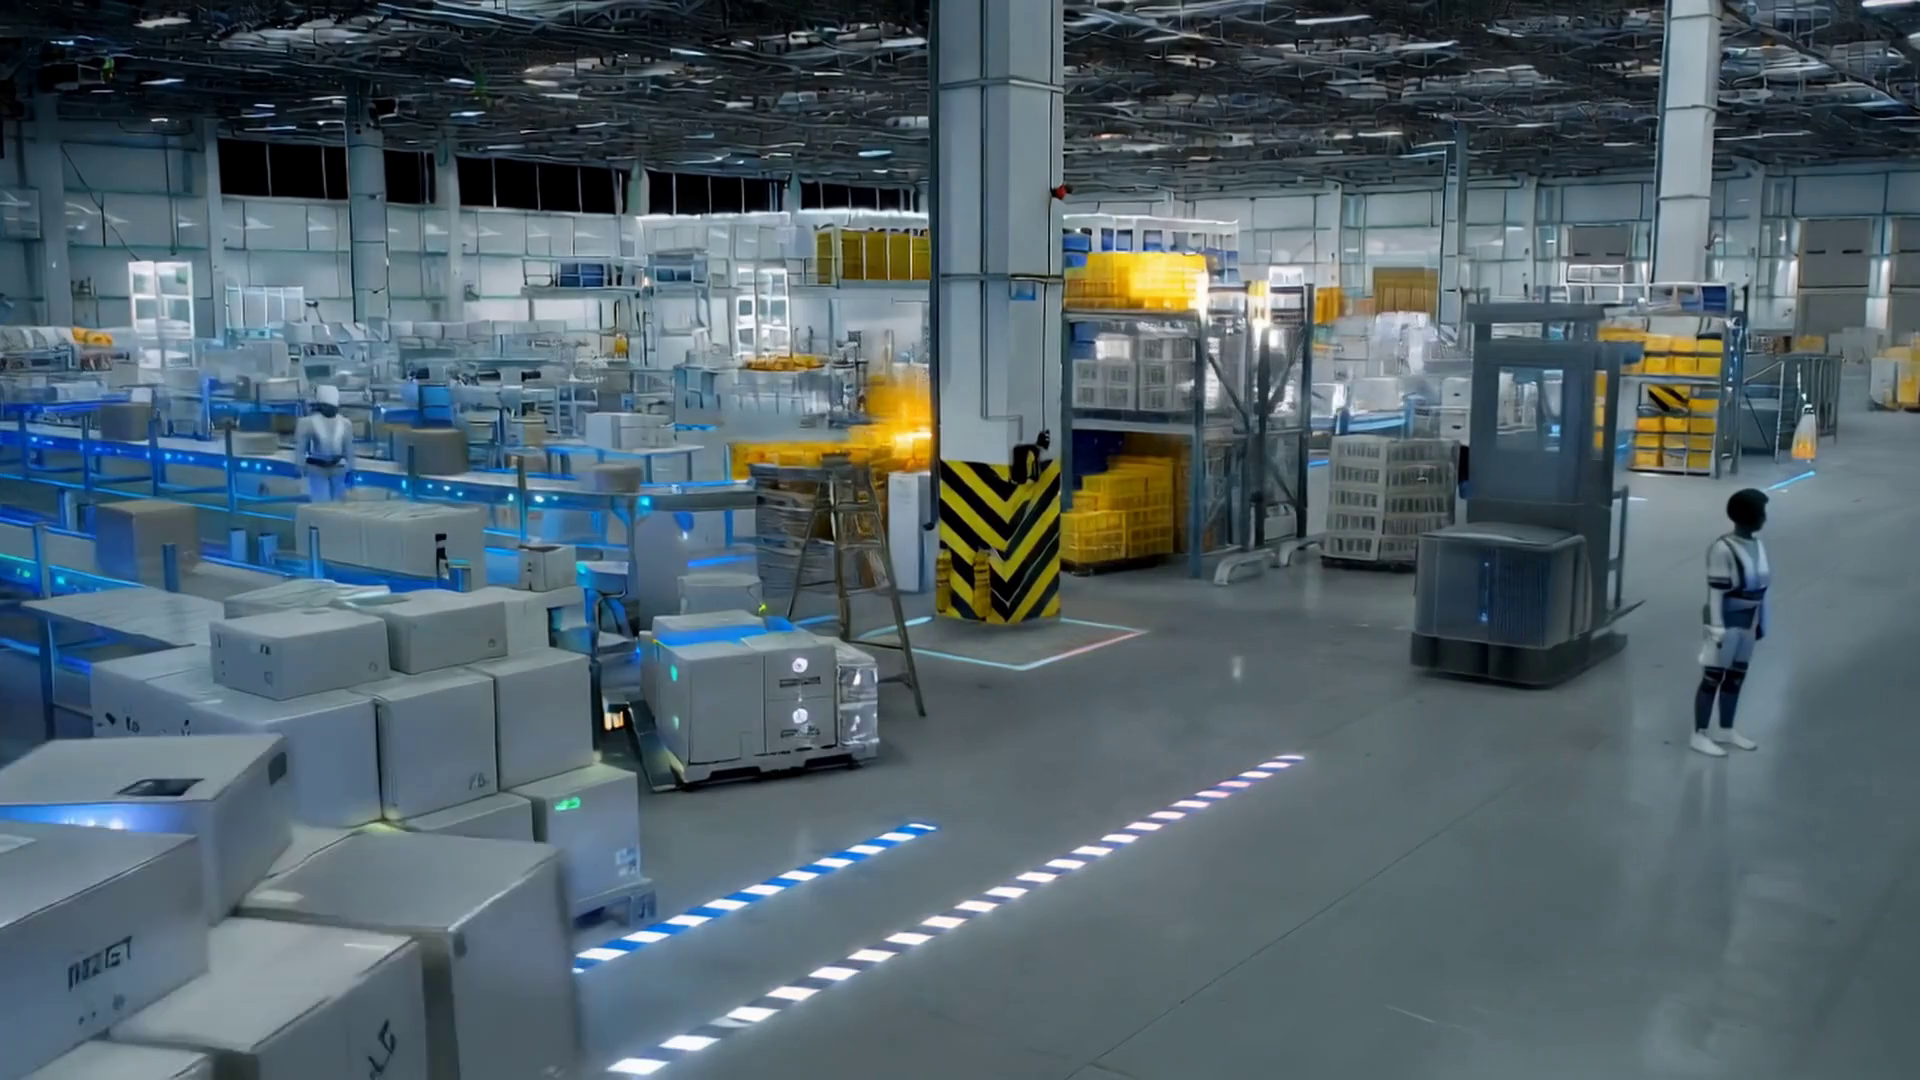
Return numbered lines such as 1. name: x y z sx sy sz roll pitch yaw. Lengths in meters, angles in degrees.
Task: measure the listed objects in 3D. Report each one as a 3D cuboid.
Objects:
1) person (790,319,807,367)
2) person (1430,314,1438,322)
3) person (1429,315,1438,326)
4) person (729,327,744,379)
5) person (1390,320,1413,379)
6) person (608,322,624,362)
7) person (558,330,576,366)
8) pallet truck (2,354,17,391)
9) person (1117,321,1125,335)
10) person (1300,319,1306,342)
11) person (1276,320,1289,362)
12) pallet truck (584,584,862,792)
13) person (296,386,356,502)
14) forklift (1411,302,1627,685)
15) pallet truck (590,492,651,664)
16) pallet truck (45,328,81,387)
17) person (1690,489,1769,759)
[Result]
1. person: -6.325 -7.742 65.410 0.947 1.880 0.605 7 11 39
2. person: 22.452 -9.737 78.746 0.594 1.922 0.378 -5 10 -30
3. person: 21.953 -9.467 77.017 0.553 1.908 0.882 6 11 37
4. person: -7.514 -6.293 56.093 0.519 1.761 0.335 1 8 6
5. person: 15.017 -6.458 56.473 1.056 1.989 0.615 -3 9 -17
6. person: -12.548 -7.033 60.728 0.598 1.866 0.619 -1 8 -7
7. person: -11.133 -5.008 47.122 0.511 1.855 0.448 -2 9 -11
8. pallet truck: -24.881 -4.417 42.634 1.885 1.965 0.823 8 11 41
9. person: 5.617 -6.735 58.495 0.374 1.928 0.543 5 10 31
10. person: 17.341 -10.479 83.707 0.621 1.928 0.444 -6 10 -34
11. person: 11.683 -6.990 60.246 0.453 1.915 0.651 4 9 23
12. pallet truck: -1.426 0.805 10.019 1.601 1.201 0.680 -4 9 -26
13. person: -6.950 -0.735 18.147 0.837 1.909 0.649 8 12 43
14. forklift: 4.379 -0.438 12.852 1.129 2.768 1.873 7 11 37
15. pallet truck: -3.115 0.344 12.883 0.653 1.274 1.630 7 11 37
16. pallet truck: -23.775 -4.544 43.495 1.885 1.965 0.823 6 10 35
17. person: 4.847 0.518 10.413 0.535 1.694 0.321 -5 10 -32
